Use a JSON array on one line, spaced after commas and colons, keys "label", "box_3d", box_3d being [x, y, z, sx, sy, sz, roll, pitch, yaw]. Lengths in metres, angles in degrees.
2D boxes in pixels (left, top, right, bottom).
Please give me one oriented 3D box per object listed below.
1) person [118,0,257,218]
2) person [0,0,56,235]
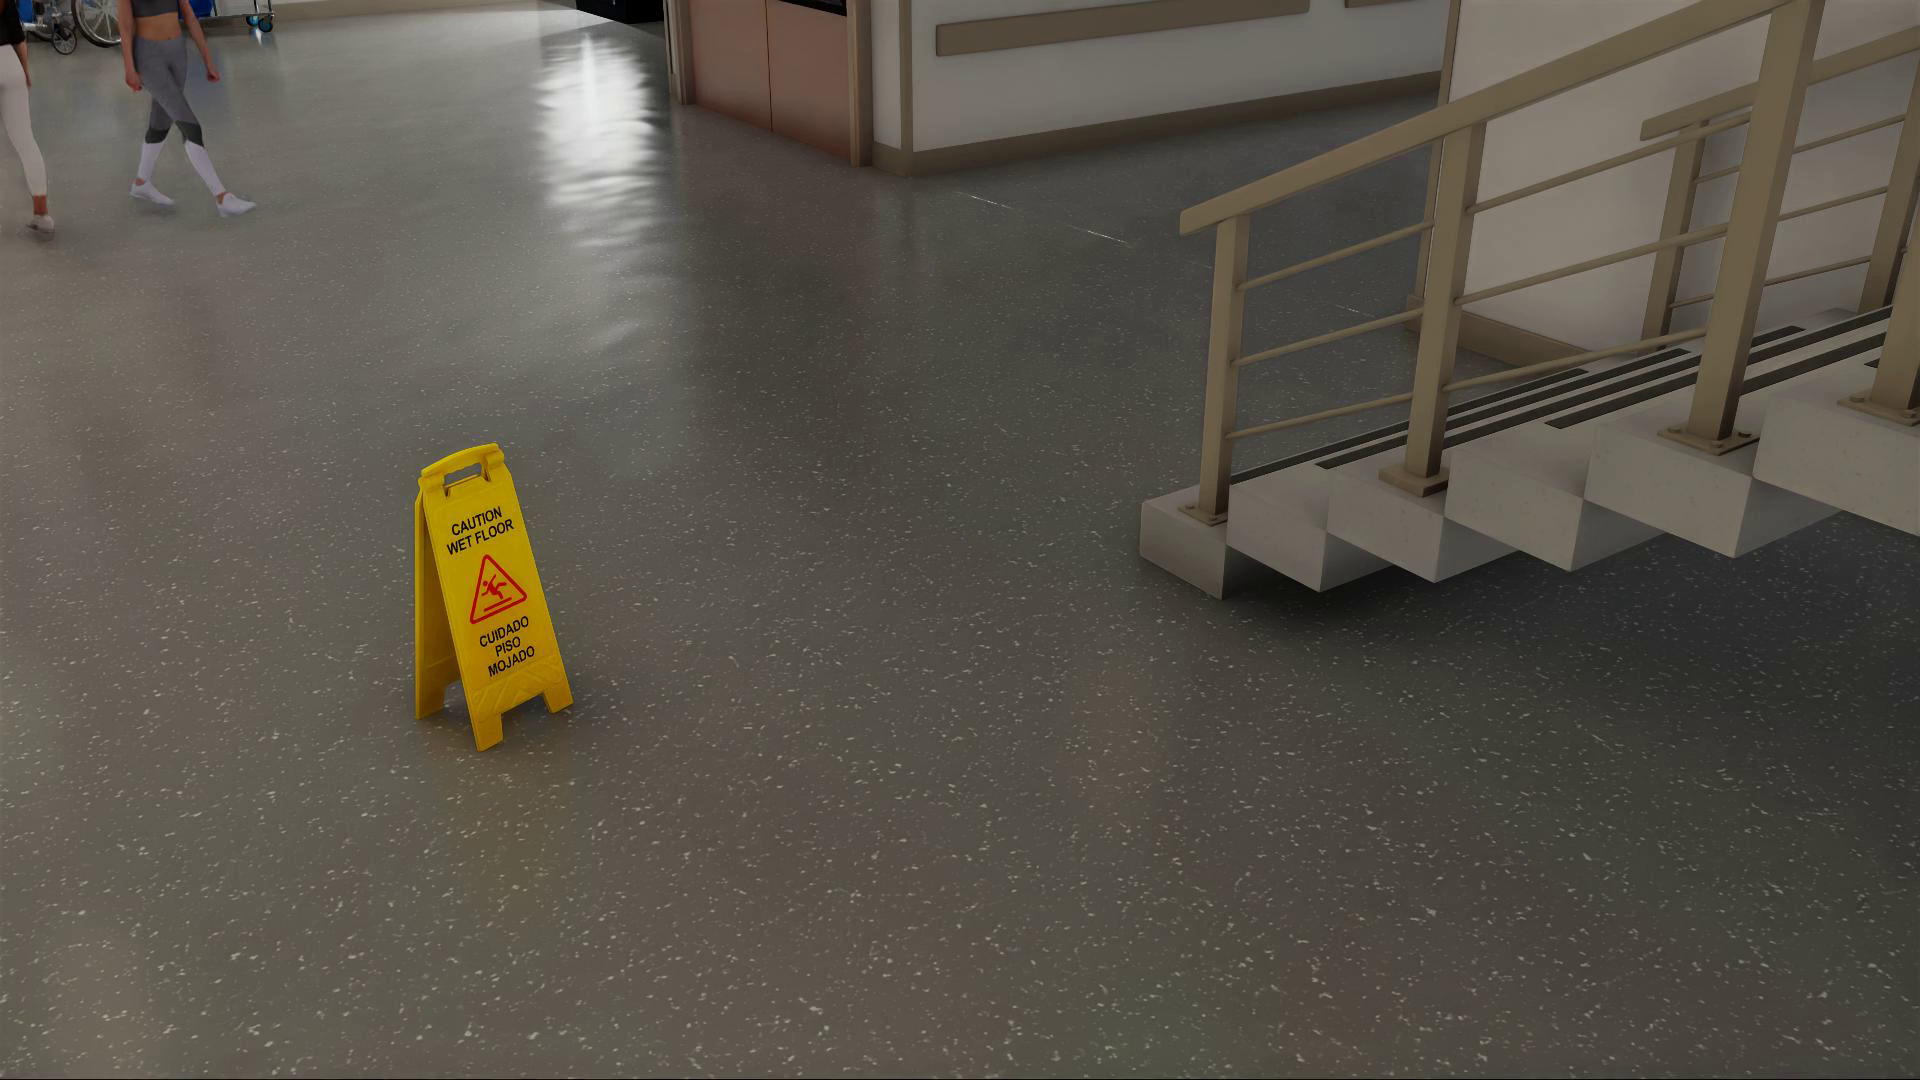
[{"label": "person", "box_3d": [-4.451, -2.582, 9.171, 1.217, 1.618, 0.978, 12, 28, 23]}, {"label": "person", "box_3d": [-5.103, -2.440, 8.814, 1.103, 1.674, 0.799, 20, 32, 35]}]
